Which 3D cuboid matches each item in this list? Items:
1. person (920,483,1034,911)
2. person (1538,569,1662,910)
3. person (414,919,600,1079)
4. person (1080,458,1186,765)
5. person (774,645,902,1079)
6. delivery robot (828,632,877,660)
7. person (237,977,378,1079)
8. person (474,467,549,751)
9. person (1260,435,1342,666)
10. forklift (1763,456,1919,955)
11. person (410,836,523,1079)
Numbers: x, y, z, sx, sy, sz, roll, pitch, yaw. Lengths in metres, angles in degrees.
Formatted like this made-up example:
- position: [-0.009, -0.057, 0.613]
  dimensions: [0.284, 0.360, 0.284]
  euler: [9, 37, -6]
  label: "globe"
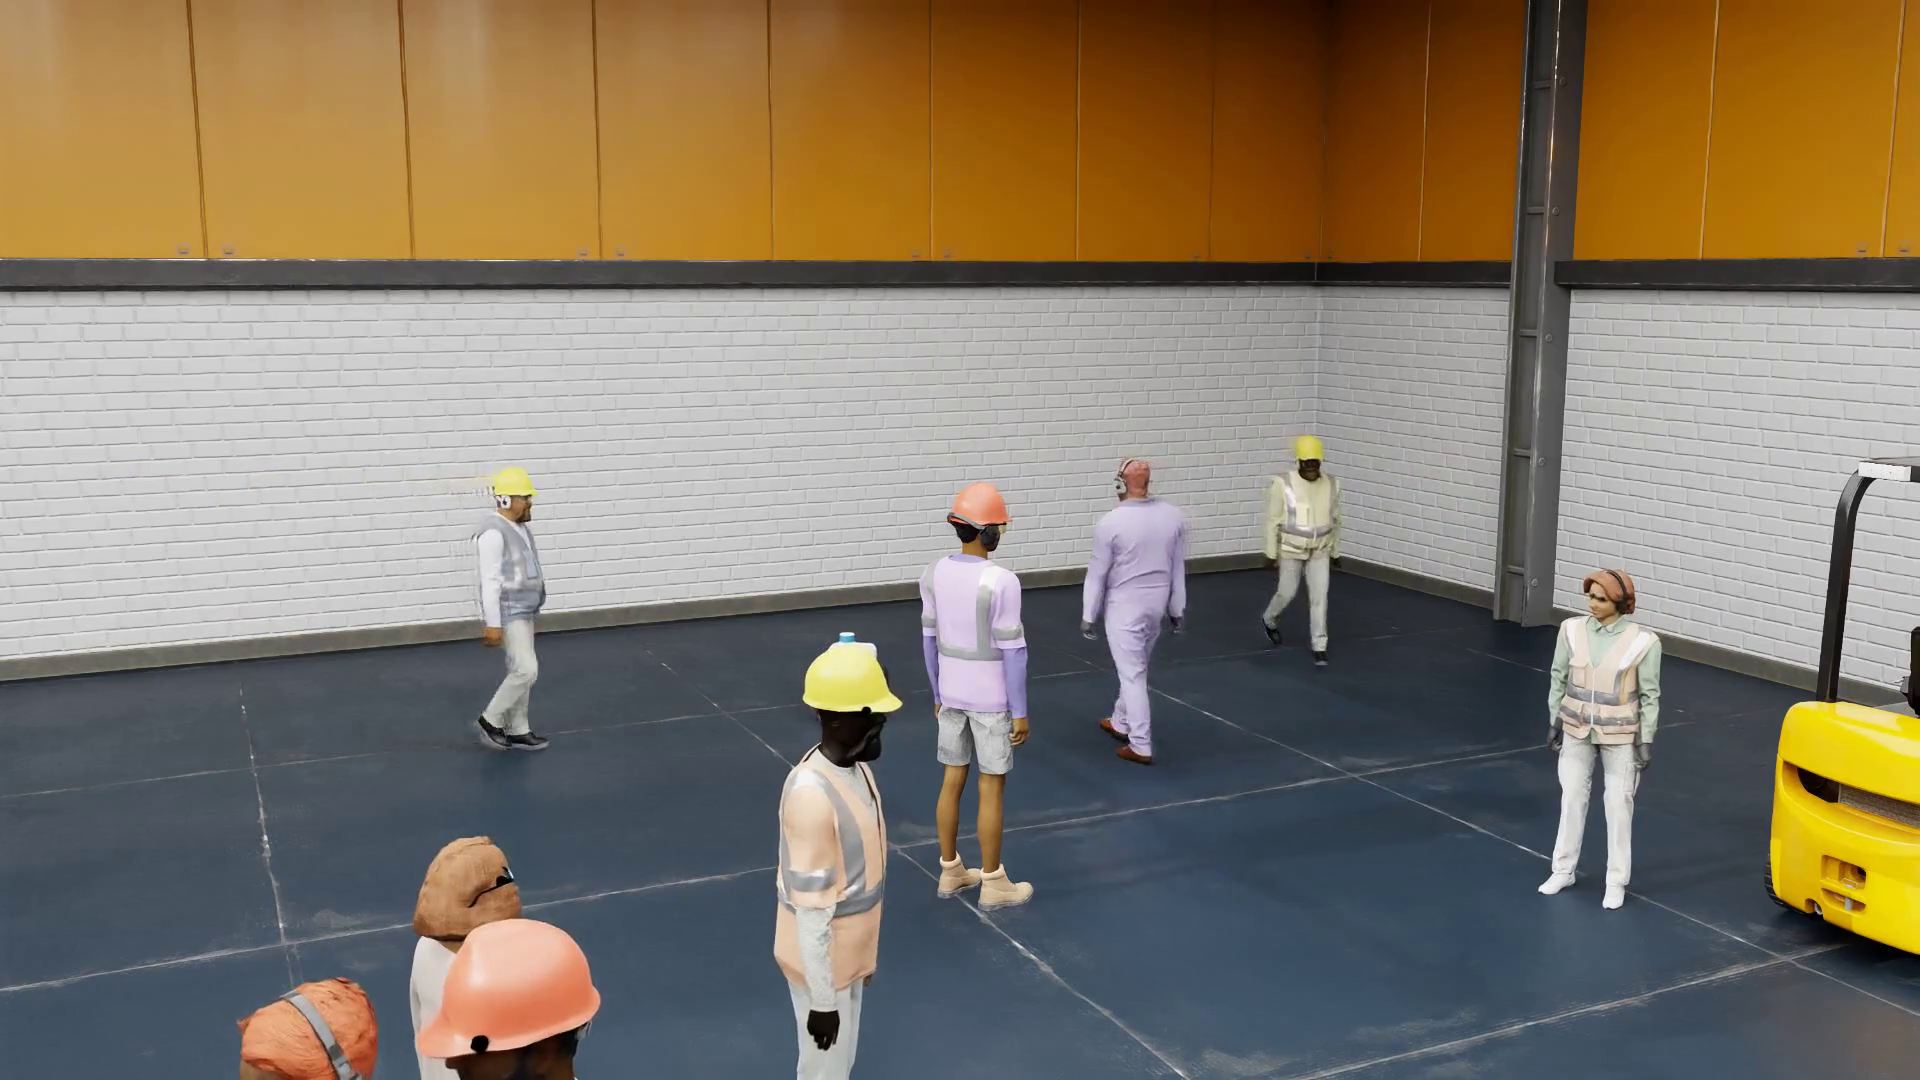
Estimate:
- position: [0.090, 0.743, 7.953]
  dimensions: [0.608, 2.044, 0.370]
  euler: [8, 12, 41]
  label: "person"
- position: [3.071, 0.942, 7.976]
  dimensions: [0.513, 1.638, 0.313]
  euler: [8, 12, 41]
  label: "person"
- position: [-0.743, 1.599, 2.972]
  dimensions: [0.357, 1.934, 0.551]
  euler: [-8, 12, -41]
  label: "person"
- position: [1.005, 0.419, 10.459]
  dimensions: [0.673, 1.877, 0.833]
  euler: [-6, 11, -32]
  label: "person"
- position: [-0.363, 1.263, 5.080]
  dimensions: [0.386, 1.927, 0.589]
  euler: [1, 9, 7]
  label: "person"
- position: [-0.773, 0.879, 11.419]
  dimensions: [0.477, 0.478, 0.707]
  euler: [1, 9, 4]
  label: "delivery robot"
- position: [-1.045, 1.642, 2.860]
  dimensions: [0.573, 1.886, 0.353]
  euler: [5, 10, 28]
  label: "person"
- position: [-2.803, 0.447, 10.473]
  dimensions: [0.416, 1.818, 0.625]
  euler: [1, 9, 4]
  label: "person"
- position: [2.679, 0.044, 13.089]
  dimensions: [0.625, 1.794, 0.814]
  euler: [-1, 9, -8]
  label: "person"
- position: [4.857, 0.731, 7.561]
  dimensions: [2.313, 2.155, 1.214]
  euler: [-4, 10, -25]
  label: "forklift"
- position: [-1.215, 1.545, 4.230]
  dimensions: [0.280, 1.636, 0.501]
  euler: [-8, 12, -41]
  label: "person"
